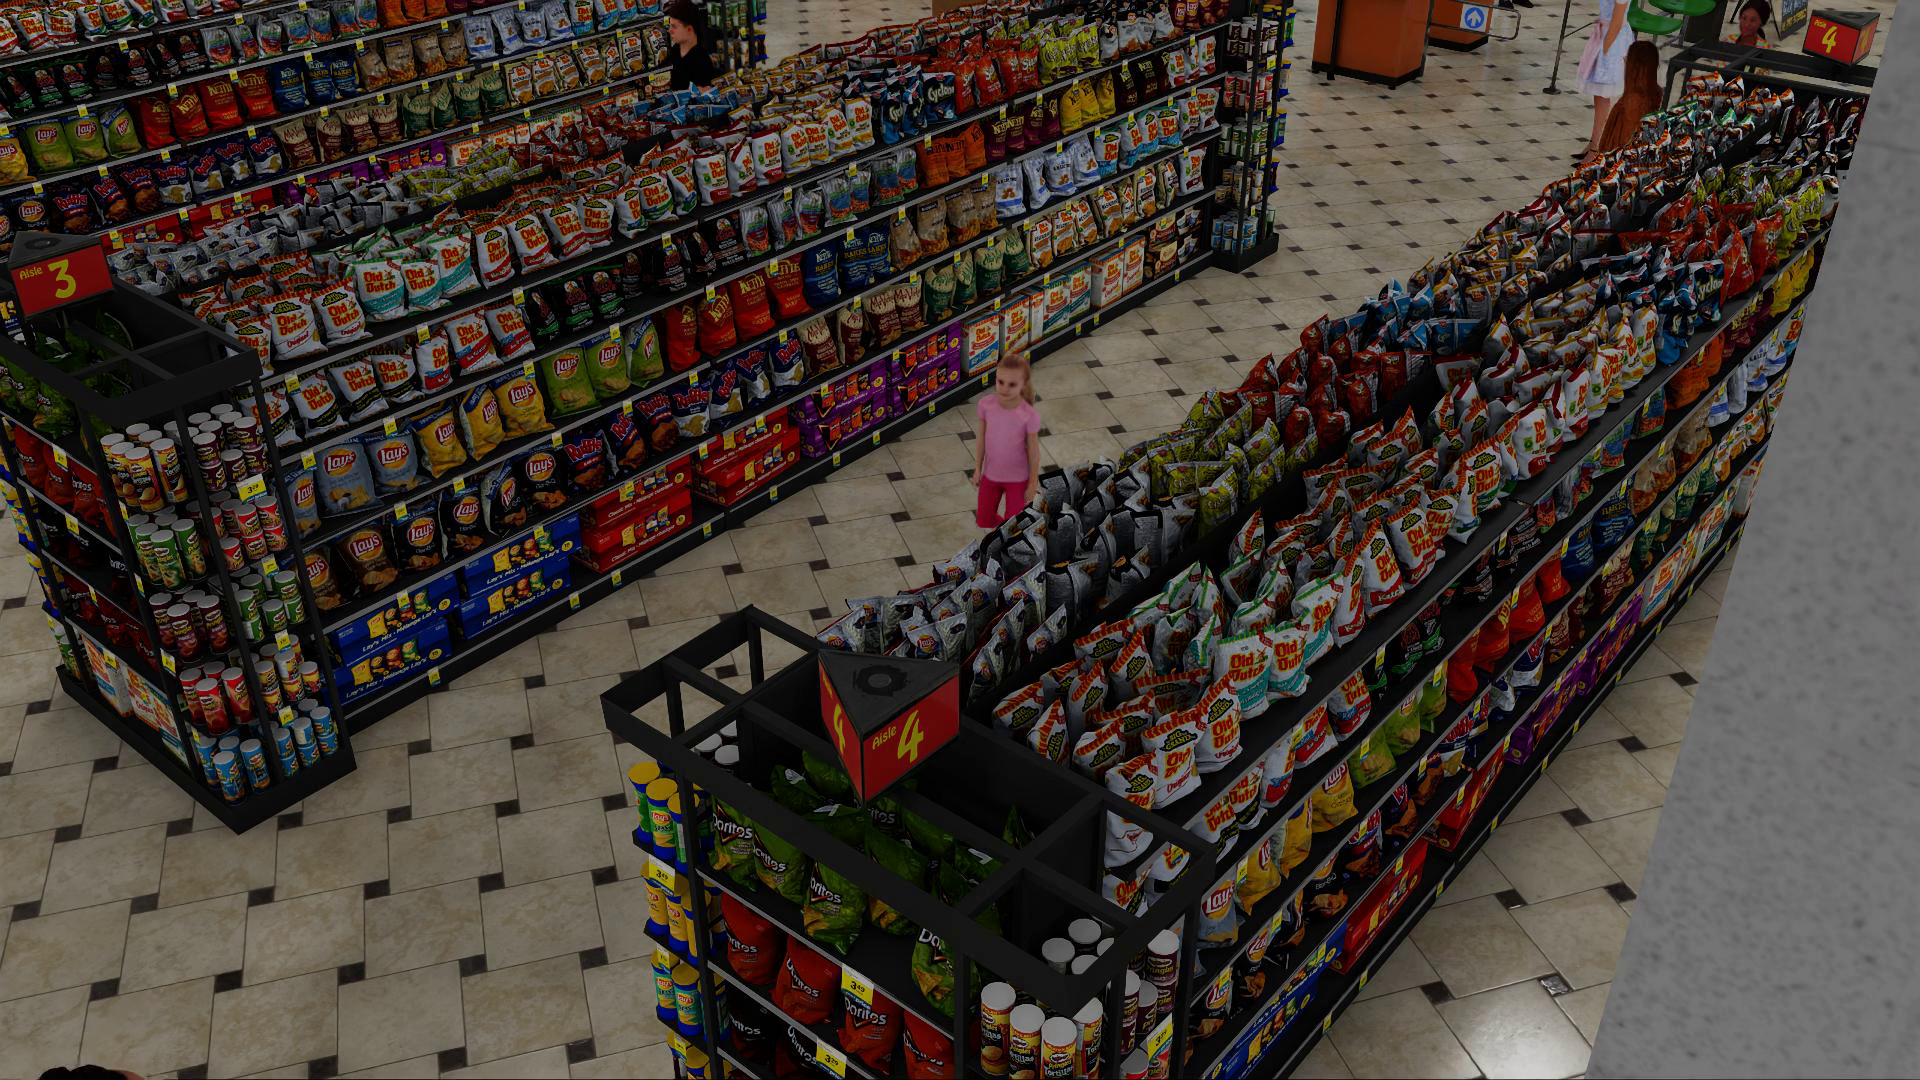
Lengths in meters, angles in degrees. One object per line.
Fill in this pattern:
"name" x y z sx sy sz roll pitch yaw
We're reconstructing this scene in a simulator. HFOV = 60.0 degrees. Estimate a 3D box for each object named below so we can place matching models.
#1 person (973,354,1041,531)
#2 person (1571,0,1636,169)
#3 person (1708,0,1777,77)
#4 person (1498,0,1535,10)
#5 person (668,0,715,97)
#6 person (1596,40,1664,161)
"person" 0.248 -0.350 8.110 0.580 1.262 0.678 14 35 22
"person" 5.165 -3.871 13.242 0.862 1.818 0.776 11 34 17
"person" 5.447 -2.925 11.779 0.638 1.757 1.159 28 41 37
"person" 6.025 -6.584 17.602 0.672 1.819 0.806 -11 34 -18
"person" -1.743 -2.797 11.485 0.806 1.850 0.804 -21 37 -30
"person" 4.492 -2.404 11.021 1.069 1.675 0.758 -28 41 -37
